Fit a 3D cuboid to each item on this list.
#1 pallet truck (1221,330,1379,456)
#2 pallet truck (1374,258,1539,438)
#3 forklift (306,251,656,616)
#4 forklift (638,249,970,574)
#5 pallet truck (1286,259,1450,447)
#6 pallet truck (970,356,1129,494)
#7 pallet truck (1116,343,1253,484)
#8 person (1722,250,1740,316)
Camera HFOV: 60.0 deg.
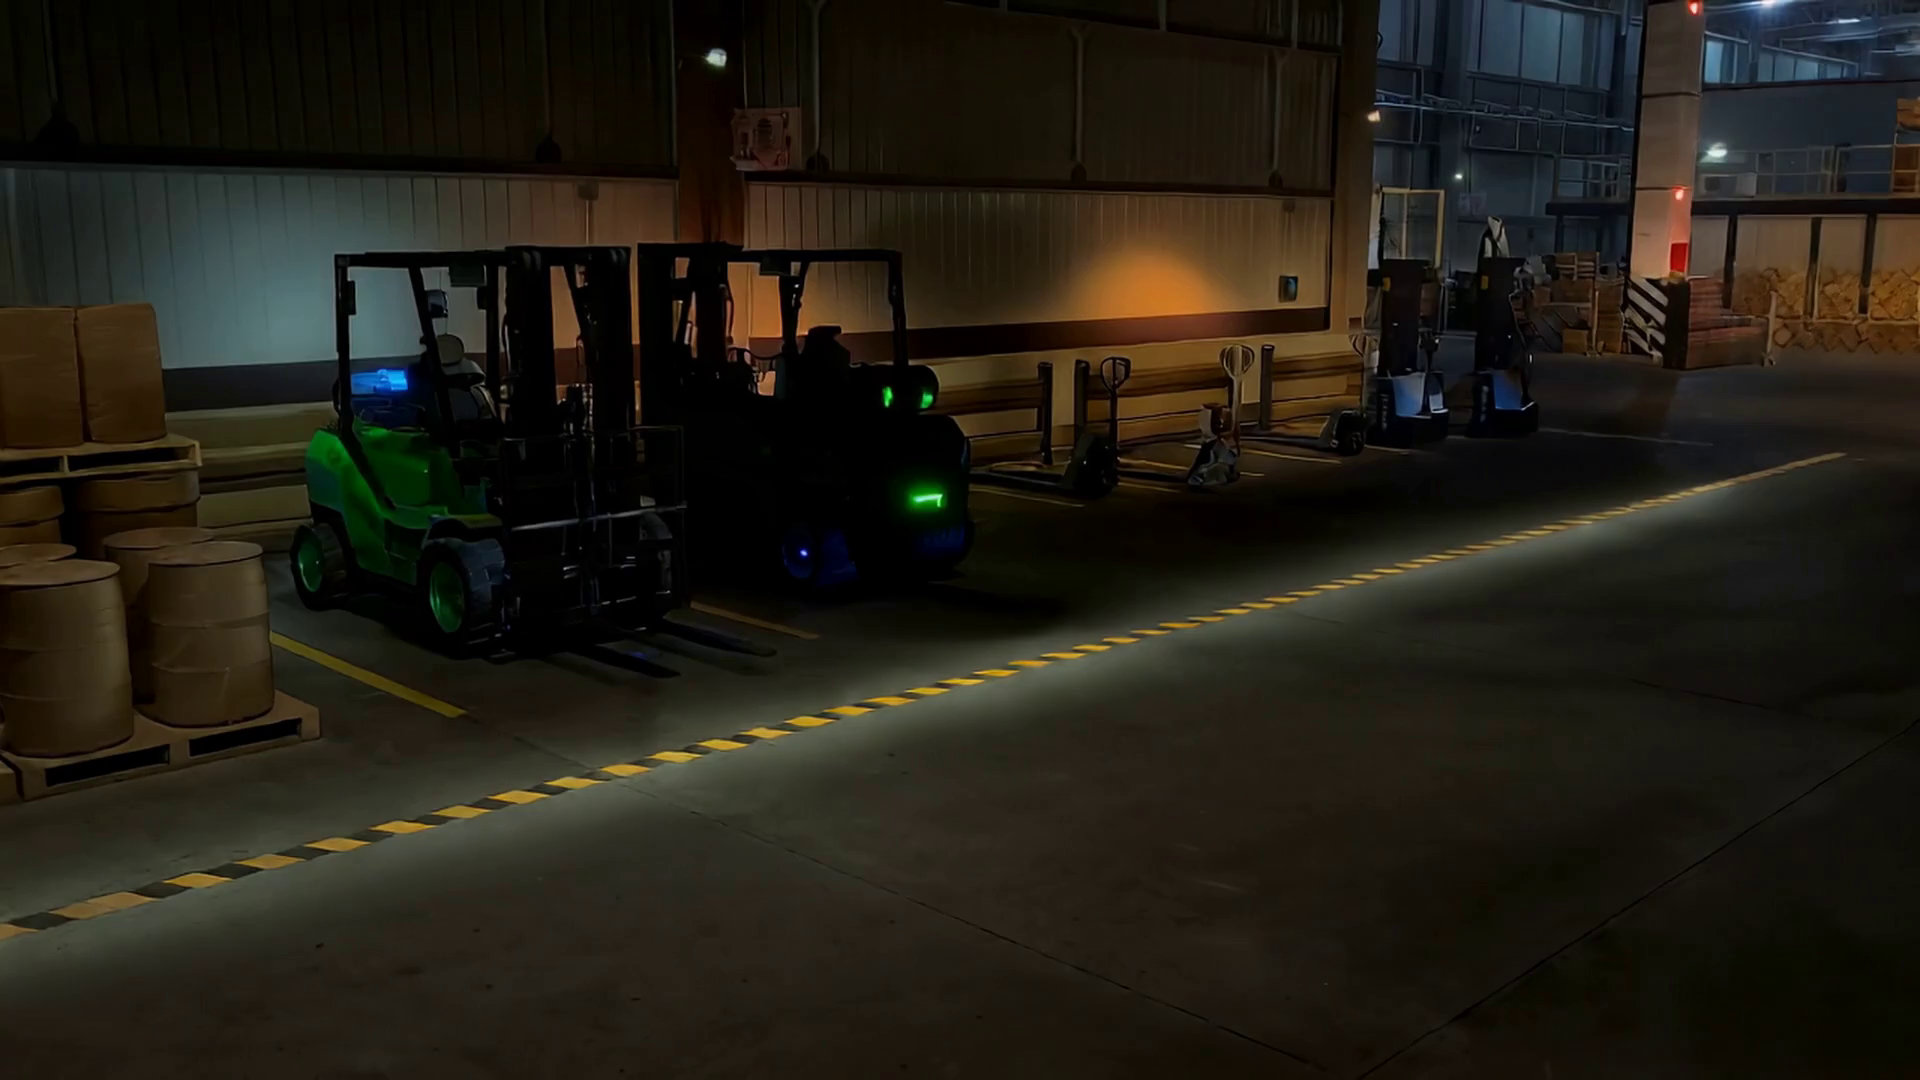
[{"bbox_3d":[3.563,-1.581,17.381,0.653,1.274,1.630,-10,14,-44],"label":"pallet truck"},{"bbox_3d":[5.704,-2.208,18.901,1.885,1.965,0.823,10,14,43],"label":"pallet truck"},{"bbox_3d":[-2.833,-0.669,9.694,1.157,1.987,2.680,-10,14,-44],"label":"forklift"},{"bbox_3d":[-1.173,-0.958,11.239,2.680,1.987,1.157,10,14,43],"label":"forklift"},{"bbox_3d":[4.493,-2.078,18.196,0.823,1.965,1.885,-9,14,-40],"label":"pallet truck"},{"bbox_3d":[0.784,-1.085,14.876,0.680,1.201,1.601,-10,14,-44],"label":"pallet truck"},{"bbox_3d":[1.962,-1.215,15.415,1.522,1.261,0.704,10,14,43],"label":"pallet truck"},{"bbox_3d":[20.254,-6.715,43.829,0.473,1.868,0.613,9,13,39],"label":"person"}]
